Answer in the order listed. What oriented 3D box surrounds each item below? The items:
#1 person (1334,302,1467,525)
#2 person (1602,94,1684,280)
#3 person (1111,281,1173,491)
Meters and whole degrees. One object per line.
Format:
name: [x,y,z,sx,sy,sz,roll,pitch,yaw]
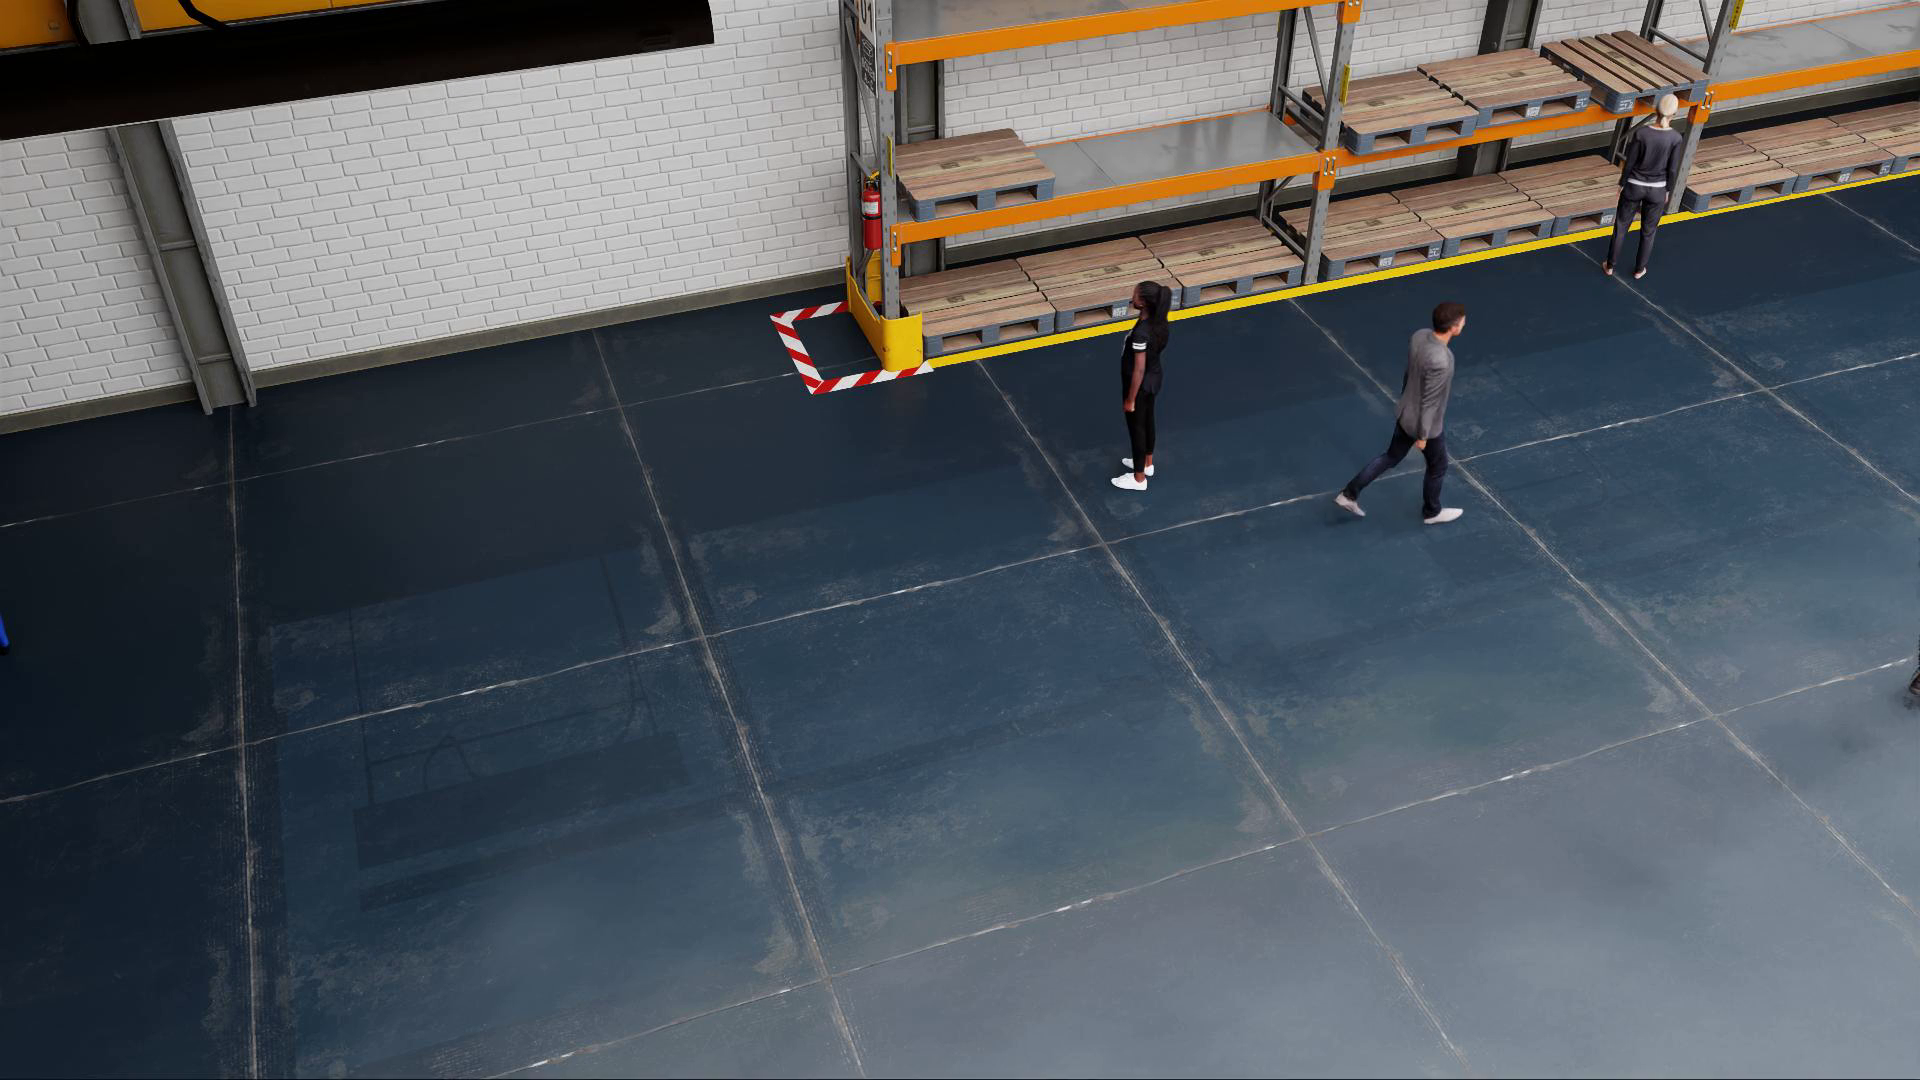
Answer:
person: [3.185,-0.847,11.834,1.236,1.833,0.830,-7,39,-9]
person: [6.104,-3.148,14.800,0.658,1.727,0.736,13,40,16]
person: [1.341,-1.148,12.294,0.753,1.729,0.696,16,41,19]
